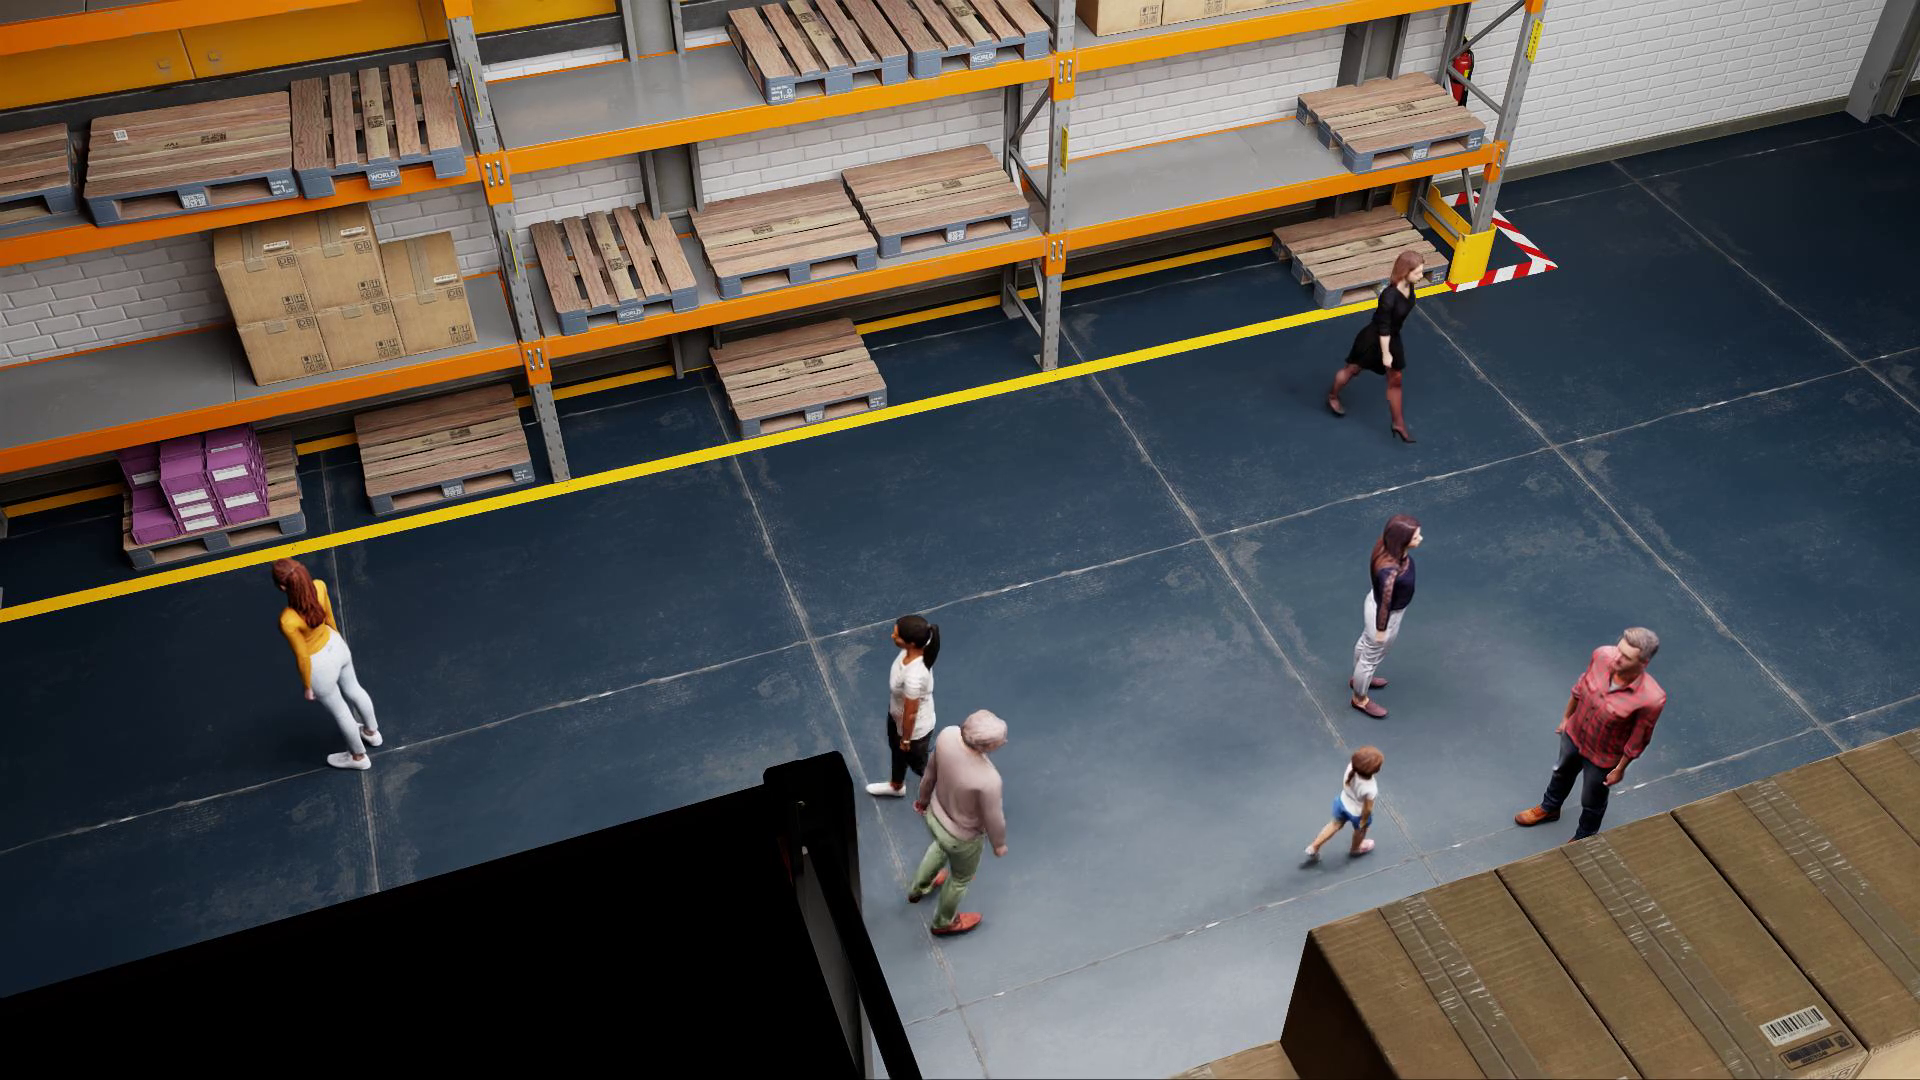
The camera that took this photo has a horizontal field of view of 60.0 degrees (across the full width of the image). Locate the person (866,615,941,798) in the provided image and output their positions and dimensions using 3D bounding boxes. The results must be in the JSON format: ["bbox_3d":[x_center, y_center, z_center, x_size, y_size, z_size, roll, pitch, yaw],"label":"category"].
[{"bbox_3d":[-0.197,1.052,9.869,1.057,1.628,0.795,1,44,1],"label":"person"}]

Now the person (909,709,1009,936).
[{"bbox_3d":[-0.063,1.579,9.169,0.819,1.832,0.741,34,53,30],"label":"person"}]

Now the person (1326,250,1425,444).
[{"bbox_3d":[3.084,-1.505,12.538,0.954,1.648,1.066,32,52,29],"label":"person"}]

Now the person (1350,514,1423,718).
[{"bbox_3d":[2.695,0.454,10.512,0.698,1.608,0.684,8,44,8],"label":"person"}]

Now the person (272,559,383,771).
[{"bbox_3d":[-3.848,0.747,10.101,0.721,1.750,0.680,11,45,11],"label":"person"}]

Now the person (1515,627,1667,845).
[{"bbox_3d":[3.690,1.155,9.614,0.589,1.831,0.707,-20,47,-20],"label":"person"}]

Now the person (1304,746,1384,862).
[{"bbox_3d":[2.282,1.562,9.782,0.701,1.010,0.454,-18,47,-18],"label":"person"}]
